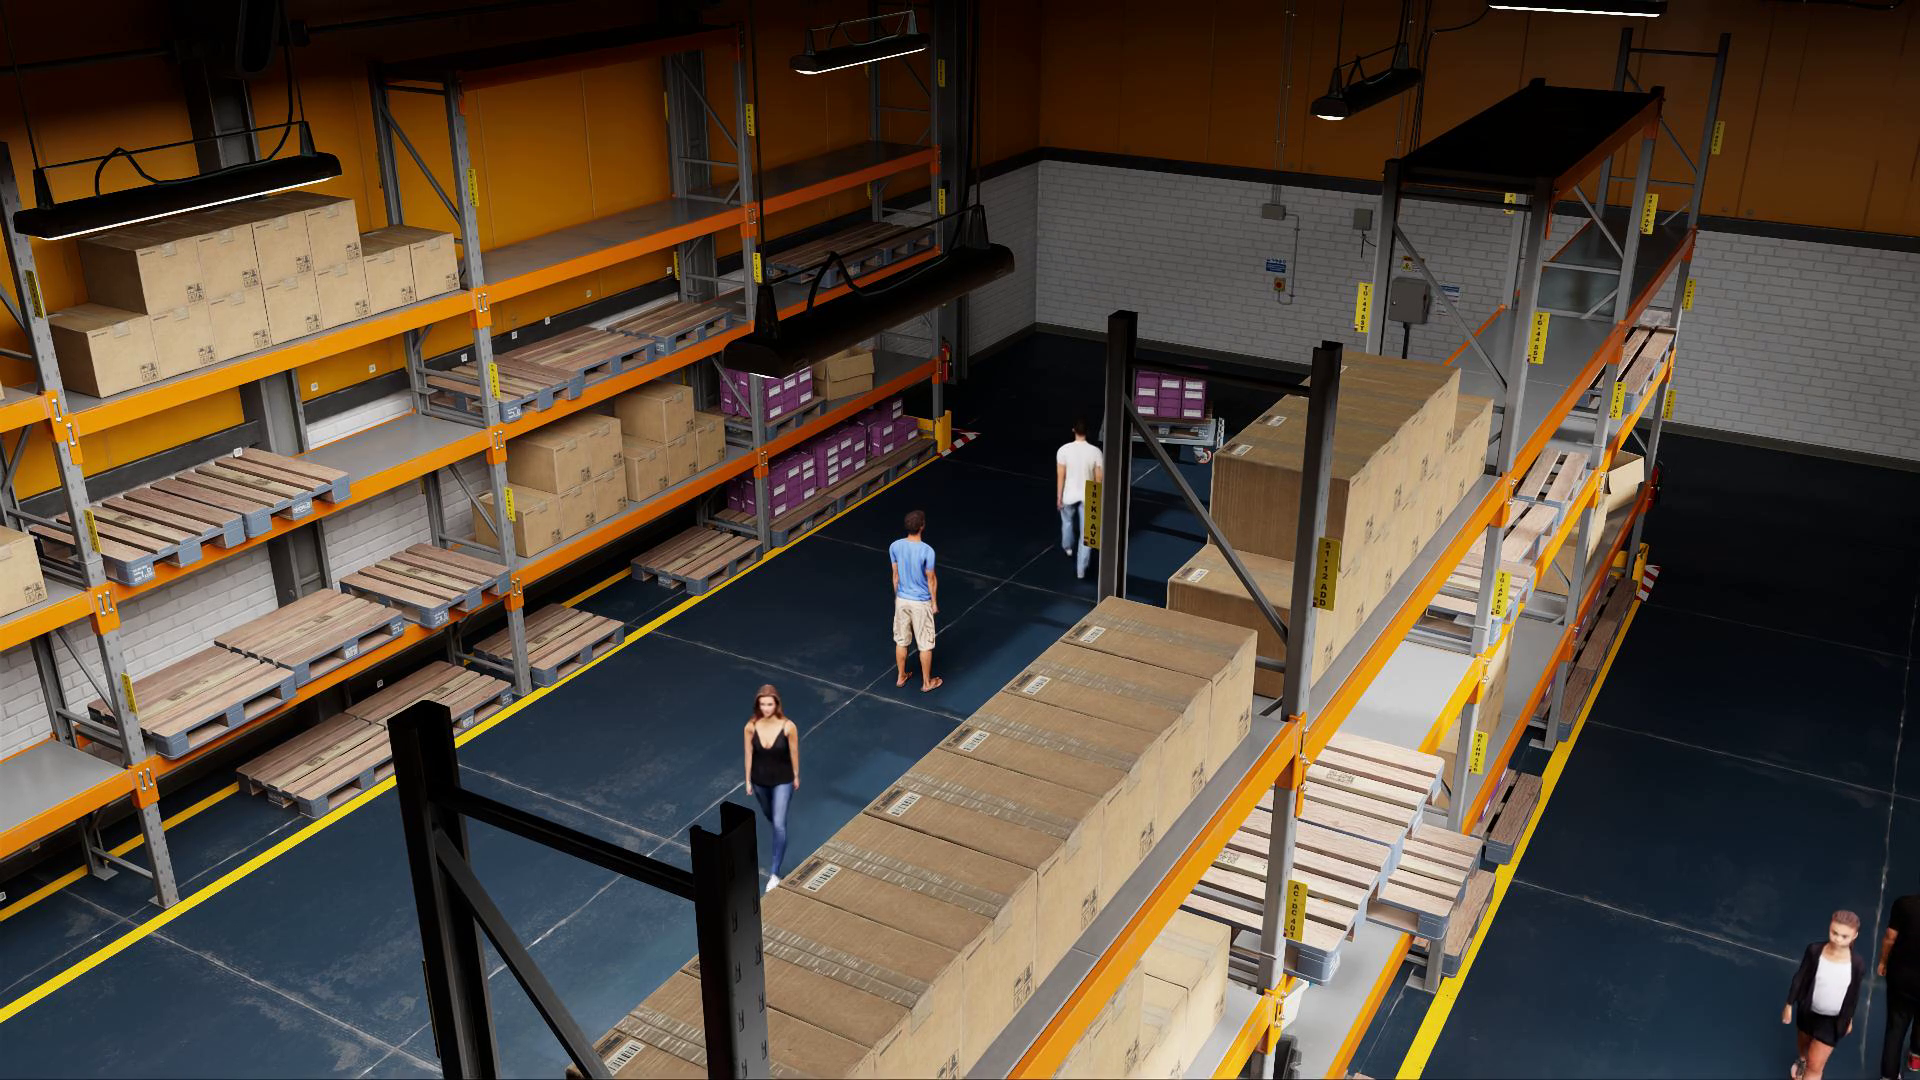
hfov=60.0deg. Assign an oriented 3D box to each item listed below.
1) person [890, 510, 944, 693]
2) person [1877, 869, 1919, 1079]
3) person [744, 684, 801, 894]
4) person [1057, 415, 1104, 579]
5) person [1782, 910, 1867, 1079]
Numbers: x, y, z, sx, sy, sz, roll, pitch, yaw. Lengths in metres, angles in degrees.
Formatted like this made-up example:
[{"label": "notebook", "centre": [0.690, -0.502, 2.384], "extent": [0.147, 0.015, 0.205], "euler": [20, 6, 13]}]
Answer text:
[{"label": "person", "centre": [-0.446, 0.585, 16.233], "extent": [0.658, 1.863, 0.569], "euler": [11, 26, 23]}, {"label": "person", "centre": [6.310, 2.956, 10.988], "extent": [0.716, 1.720, 0.939], "euler": [17, 29, 33]}, {"label": "person", "centre": [-1.503, 1.907, 13.442], "extent": [0.853, 1.677, 1.181], "euler": [3, 24, 7]}, {"label": "person", "centre": [1.338, -0.449, 18.660], "extent": [1.023, 1.815, 1.288], "euler": [2, 24, 4]}, {"label": "person", "centre": [5.693, 3.067, 10.977], "extent": [0.606, 1.526, 1.054], "euler": [16, 28, 32]}]
